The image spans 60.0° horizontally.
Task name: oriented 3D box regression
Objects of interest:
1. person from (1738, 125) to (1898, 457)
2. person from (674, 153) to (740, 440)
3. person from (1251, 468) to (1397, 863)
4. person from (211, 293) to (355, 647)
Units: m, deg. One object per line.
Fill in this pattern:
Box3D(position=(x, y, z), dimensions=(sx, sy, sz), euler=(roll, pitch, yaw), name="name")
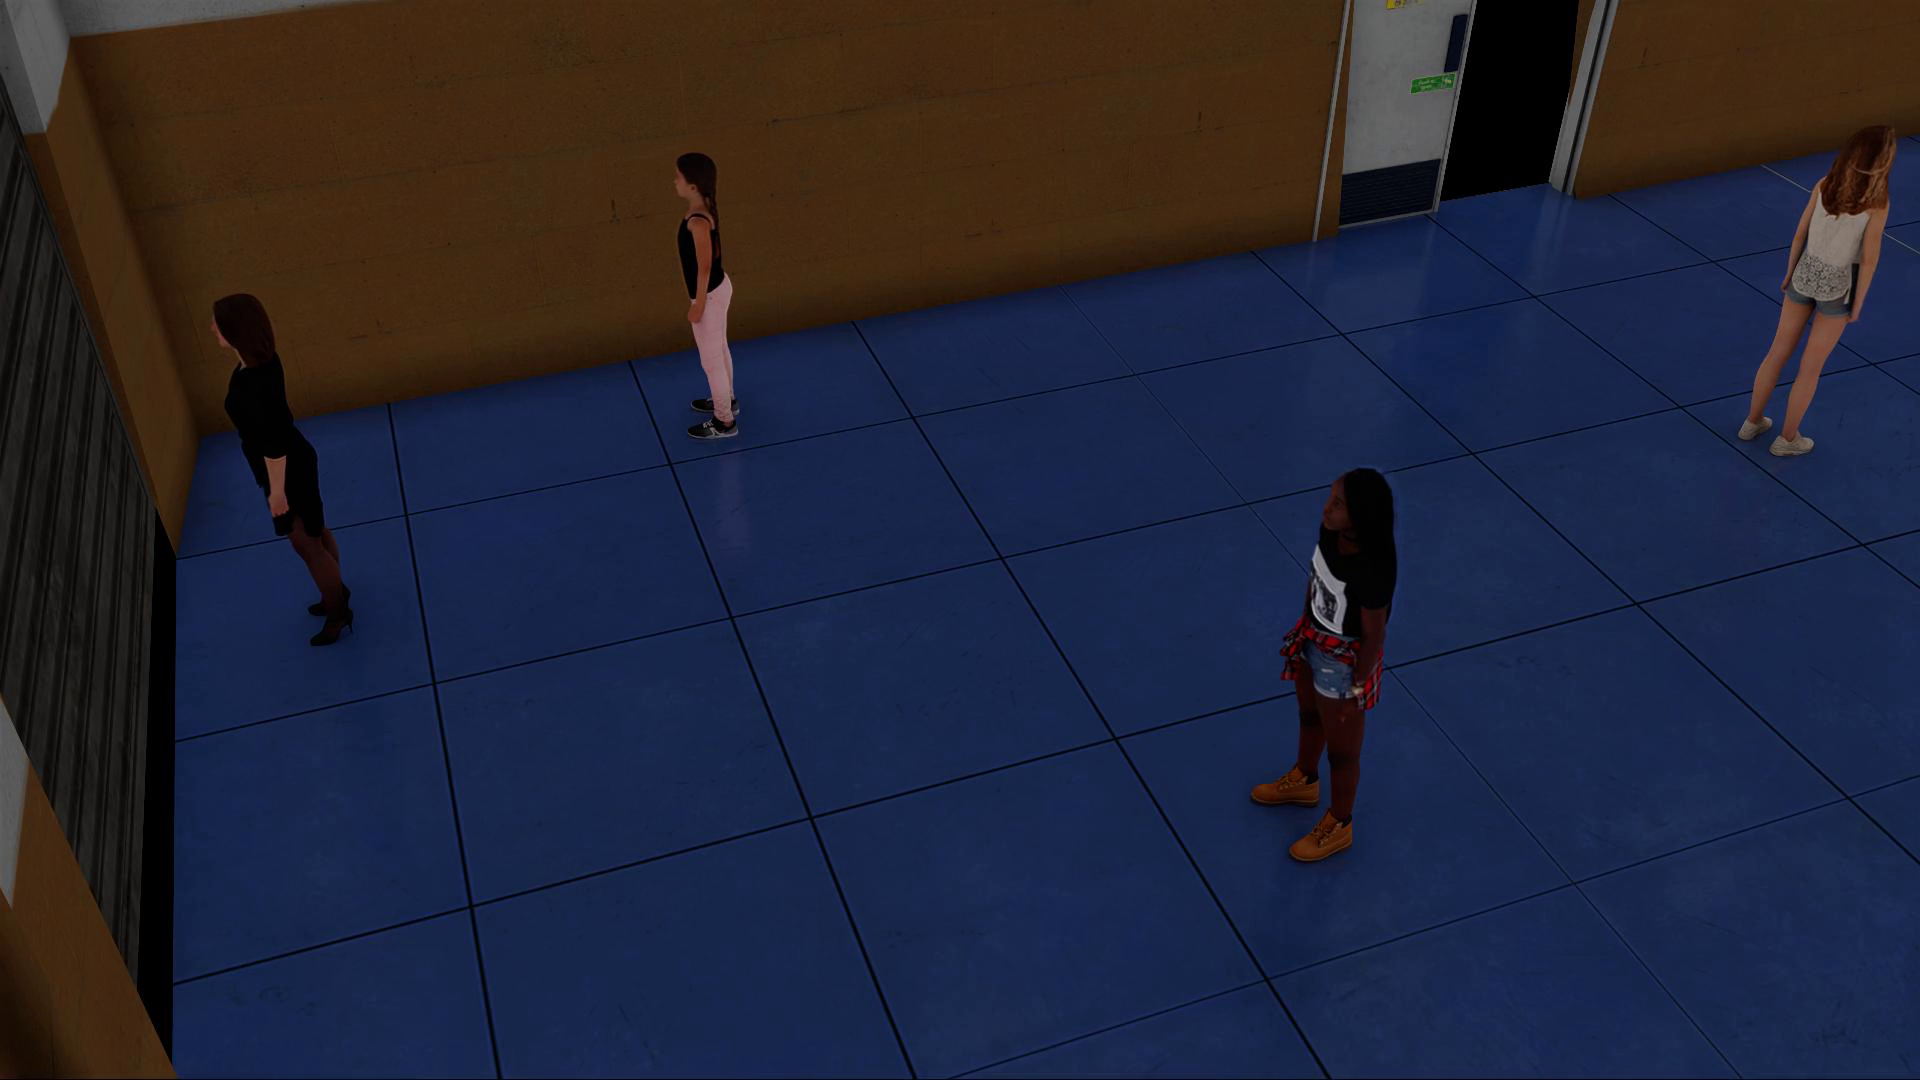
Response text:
Box3D(position=(4.304, -1.237, 8.332), dimensions=(0.672, 1.759, 0.504), euler=(-21, 42, -25), name="person")
Box3D(position=(-1.288, -1.252, 8.513), dimensions=(0.651, 1.566, 0.549), euler=(0, 37, 0), name="person")
Box3D(position=(1.378, 0.457, 6.101), dimensions=(0.681, 1.727, 0.544), euler=(-10, 38, -13), name="person")
Box3D(position=(-2.868, -0.289, 7.098), dimensions=(0.653, 1.706, 0.439), euler=(-10, 38, -13), name="person")
